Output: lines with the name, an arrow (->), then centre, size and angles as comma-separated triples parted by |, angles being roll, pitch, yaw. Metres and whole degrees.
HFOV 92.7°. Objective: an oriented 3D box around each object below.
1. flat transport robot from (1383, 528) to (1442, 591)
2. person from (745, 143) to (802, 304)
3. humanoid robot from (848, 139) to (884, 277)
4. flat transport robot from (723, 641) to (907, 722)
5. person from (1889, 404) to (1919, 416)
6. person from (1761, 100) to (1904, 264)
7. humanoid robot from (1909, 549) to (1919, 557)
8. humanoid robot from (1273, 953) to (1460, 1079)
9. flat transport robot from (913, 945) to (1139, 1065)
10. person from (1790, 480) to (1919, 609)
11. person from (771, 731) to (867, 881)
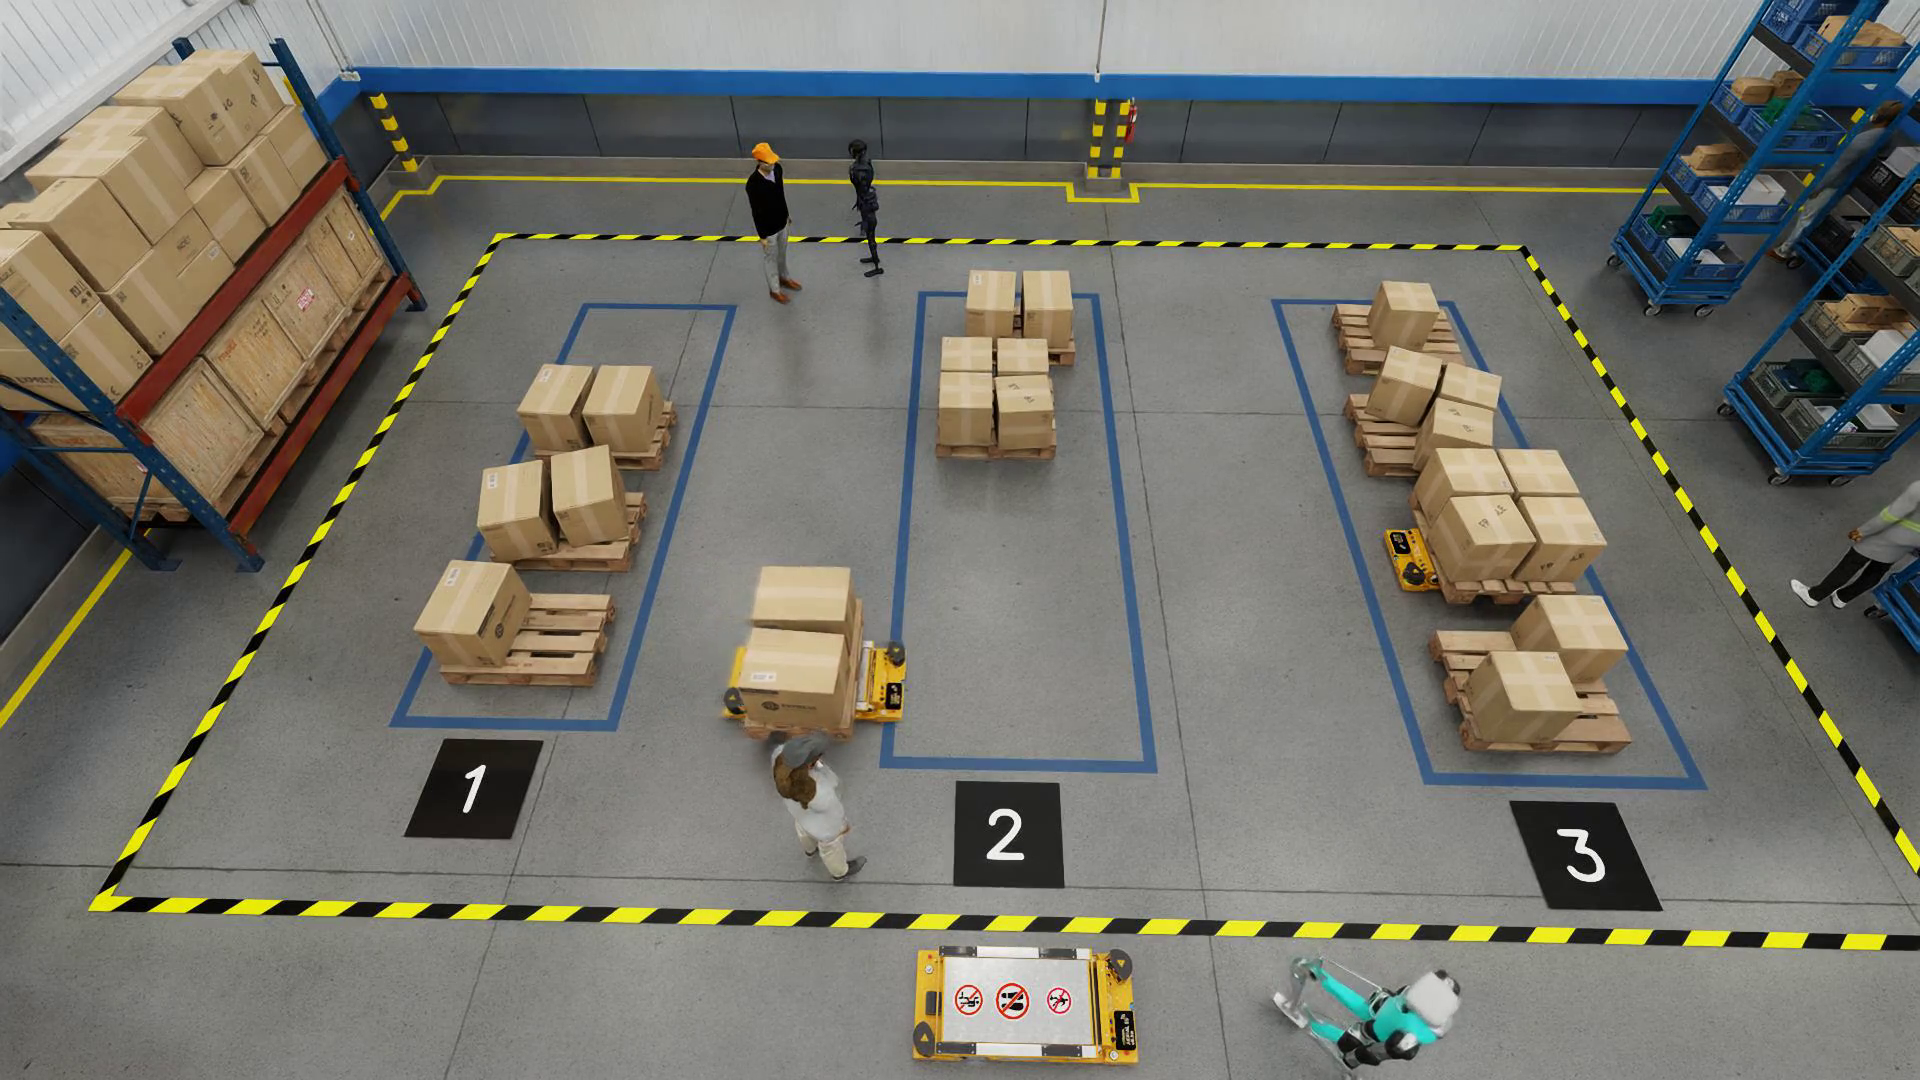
flat transport robot -> 4.689, 0.155, 8.342 | 1.431, 0.197, 0.652 | 1, 51, 1
person -> -2.097, -3.579, 10.361 | 0.383, 1.883, 0.588 | 21, 54, 16
humanoid robot -> -1.111, -3.882, 10.733 | 0.315, 1.655, 0.599 | -8, 51, -6
flat transport robot -> -1.173, 1.146, 7.534 | 1.431, 0.197, 0.652 | 1, 51, 1
person -> 10.151, -2.019, 9.037 | 0.608, 1.966, 0.364 | 10, 52, 8
person -> 10.381, -4.211, 10.853 | 0.627, 1.930, 0.385 | -16, 53, -13
humanoid robot -> 8.903, -0.476, 7.989 | 0.606, 1.660, 0.456 | -19, 53, -15
humanoid robot -> 2.261, 2.728, 5.331 | 0.548, 1.750, 1.040 | -36, 59, -25
flat transport robot -> 0.422, 3.041, 6.007 | 1.431, 0.231, 0.659 | 1, 51, 1
person -> 7.696, -0.068, 7.520 | 0.591, 1.852, 0.362 | 5, 51, 4
person -> -0.962, 1.777, 6.067 | 0.562, 1.769, 0.392 | 36, 59, 26
